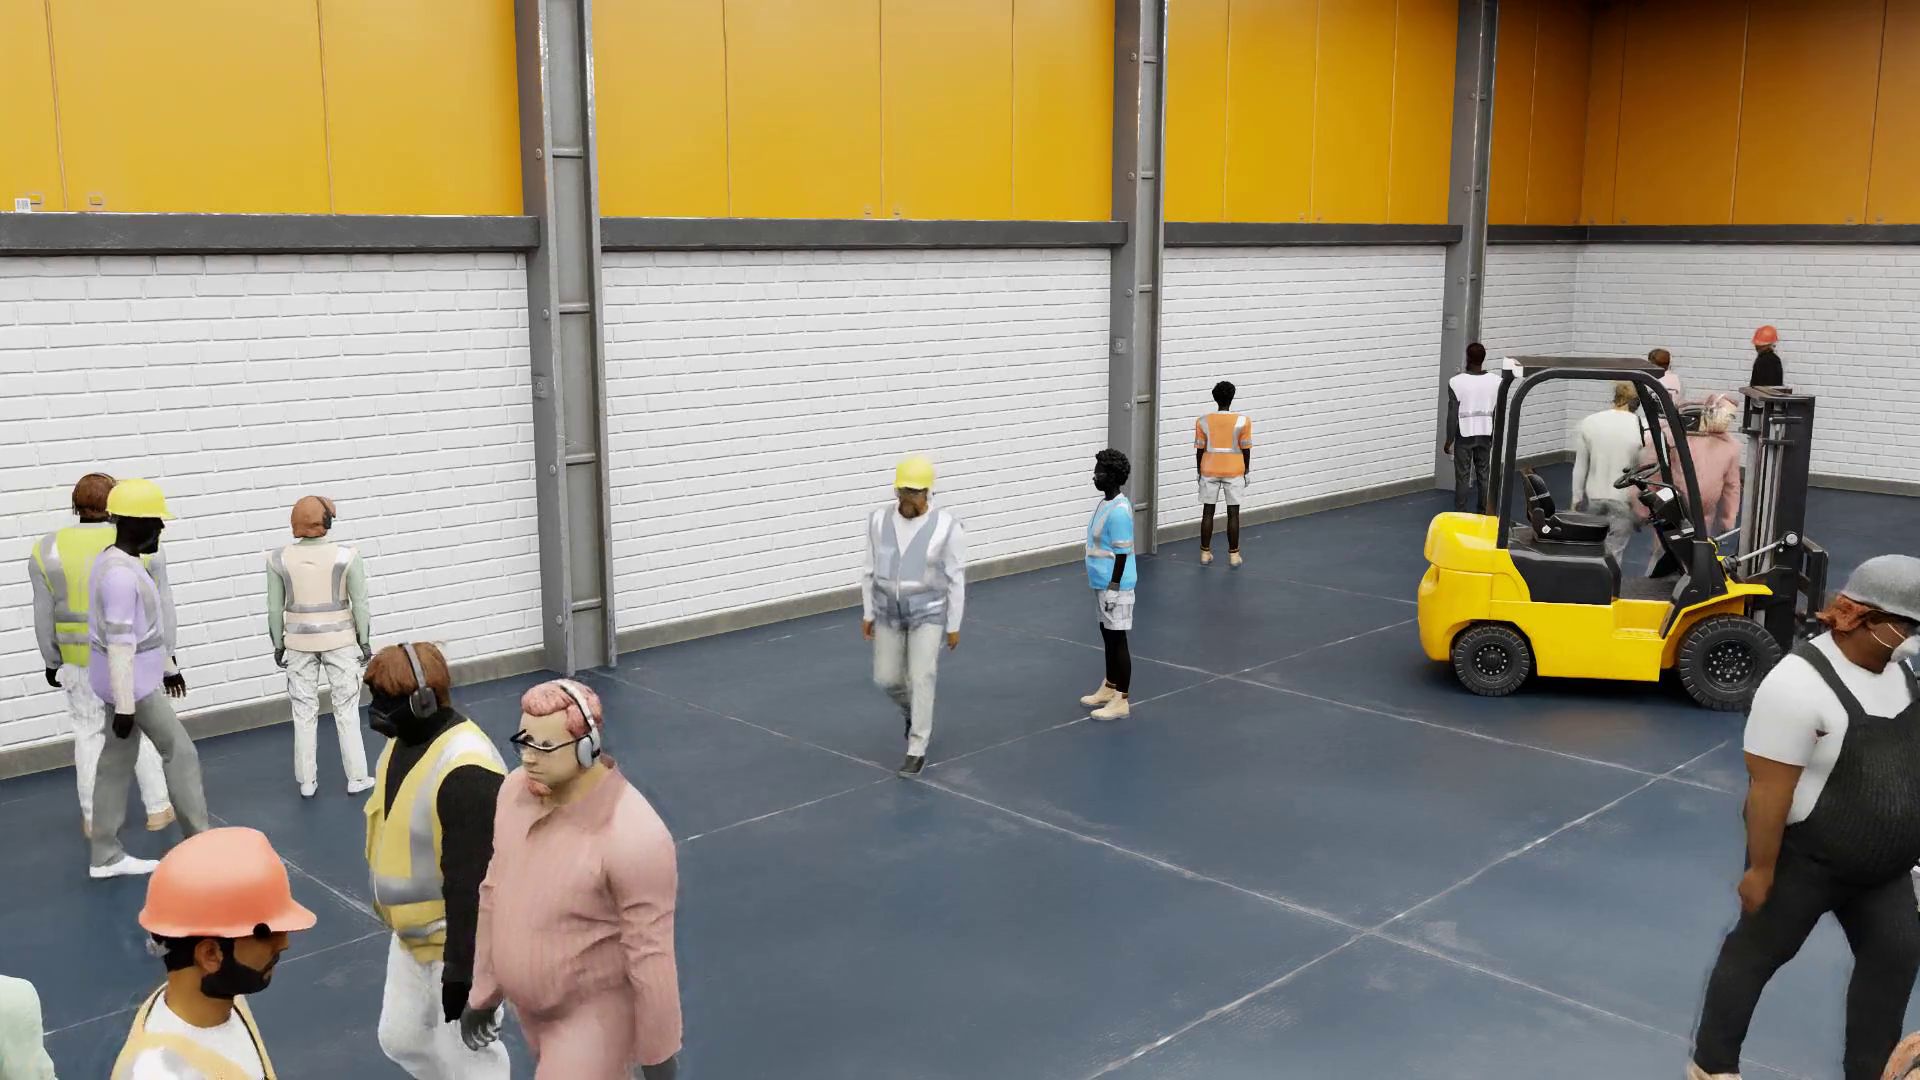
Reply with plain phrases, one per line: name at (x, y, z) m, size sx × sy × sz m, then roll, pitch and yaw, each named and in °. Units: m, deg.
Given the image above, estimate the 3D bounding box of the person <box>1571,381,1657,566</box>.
person at (5.121, -0.311, 12.981) m, size 0.441 × 1.915 × 0.640 m, roll -9°, pitch 14°, yaw -42°

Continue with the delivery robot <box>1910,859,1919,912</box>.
delivery robot at (4.424, 1.406, 7.076) m, size 0.707 × 0.478 × 0.477 m, roll -1°, pitch 10°, yaw -3°

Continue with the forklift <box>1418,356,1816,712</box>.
forklift at (4.276, -0.101, 11.076) m, size 2.313 × 2.155 × 1.214 m, roll 2°, pitch 11°, yaw 13°

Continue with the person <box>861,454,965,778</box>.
person at (-0.254, 0.400, 9.372) m, size 0.603 × 1.815 × 0.562 m, roll 4°, pitch 11°, yaw 18°

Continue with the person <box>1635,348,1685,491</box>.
person at (7.338, -1.116, 17.614) m, size 0.647 × 1.824 × 0.444 m, roll -4°, pitch 11°, yaw -22°

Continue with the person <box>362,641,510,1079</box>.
person at (-1.559, 1.188, 5.062) m, size 0.435 × 1.823 × 0.667 m, roll -9°, pitch 14°, yaw -39°

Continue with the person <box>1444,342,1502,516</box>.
person at (5.258, -1.060, 17.050) m, size 0.593 × 1.922 × 0.391 m, roll -2°, pitch 11°, yaw -8°

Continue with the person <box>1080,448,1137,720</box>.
person at (0.938, 0.272, 10.403) m, size 0.318 × 1.697 × 0.535 m, roll -1°, pitch 10°, yaw -6°

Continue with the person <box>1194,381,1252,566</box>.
person at (2.400, -0.605, 15.202) m, size 0.532 × 1.694 × 0.320 m, roll 4°, pitch 11°, yaw 20°

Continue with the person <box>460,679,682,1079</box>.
person at (-0.991, 1.257, 4.570) m, size 0.925 × 1.871 × 0.640 m, roll -10°, pitch 14°, yaw -43°

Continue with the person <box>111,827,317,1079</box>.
person at (-1.523, 1.484, 3.216) m, size 0.733 × 1.910 × 0.548 m, roll -3°, pitch 11°, yaw -16°

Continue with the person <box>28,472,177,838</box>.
person at (-4.265, 0.574, 8.355) m, size 0.635 × 1.842 × 0.429 m, roll -3°, pitch 11°, yaw -18°

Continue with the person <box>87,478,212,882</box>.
person at (-3.744, 0.648, 7.799) m, size 0.838 × 1.890 × 0.609 m, roll -6°, pitch 12°, yaw -31°

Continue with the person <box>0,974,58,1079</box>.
person at (-2.309, 1.498, 3.876) m, size 0.500 × 1.636 × 0.280 m, roll 1°, pitch 10°, yaw 4°

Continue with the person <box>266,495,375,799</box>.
person at (-3.420, 0.575, 8.911) m, size 0.521 × 1.636 × 0.311 m, roll -2°, pitch 11°, yaw -8°

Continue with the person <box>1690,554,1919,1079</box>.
person at (2.930, 0.994, 5.522) m, size 0.728 × 2.000 × 0.825 m, roll -5°, pitch 12°, yaw -27°

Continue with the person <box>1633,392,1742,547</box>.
person at (5.421, -0.162, 12.318) m, size 0.721 × 1.860 × 0.622 m, roll -2°, pitch 11°, yaw -10°

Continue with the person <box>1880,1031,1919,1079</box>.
person at (1.689, 1.678, 2.936) m, size 0.519 × 1.625 × 0.568 m, roll 3°, pitch 11°, yaw 17°

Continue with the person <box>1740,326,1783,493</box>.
person at (9.339, -1.511, 19.409) m, size 0.413 × 1.972 × 0.748 m, roll 2°, pitch 11°, yaw 13°
